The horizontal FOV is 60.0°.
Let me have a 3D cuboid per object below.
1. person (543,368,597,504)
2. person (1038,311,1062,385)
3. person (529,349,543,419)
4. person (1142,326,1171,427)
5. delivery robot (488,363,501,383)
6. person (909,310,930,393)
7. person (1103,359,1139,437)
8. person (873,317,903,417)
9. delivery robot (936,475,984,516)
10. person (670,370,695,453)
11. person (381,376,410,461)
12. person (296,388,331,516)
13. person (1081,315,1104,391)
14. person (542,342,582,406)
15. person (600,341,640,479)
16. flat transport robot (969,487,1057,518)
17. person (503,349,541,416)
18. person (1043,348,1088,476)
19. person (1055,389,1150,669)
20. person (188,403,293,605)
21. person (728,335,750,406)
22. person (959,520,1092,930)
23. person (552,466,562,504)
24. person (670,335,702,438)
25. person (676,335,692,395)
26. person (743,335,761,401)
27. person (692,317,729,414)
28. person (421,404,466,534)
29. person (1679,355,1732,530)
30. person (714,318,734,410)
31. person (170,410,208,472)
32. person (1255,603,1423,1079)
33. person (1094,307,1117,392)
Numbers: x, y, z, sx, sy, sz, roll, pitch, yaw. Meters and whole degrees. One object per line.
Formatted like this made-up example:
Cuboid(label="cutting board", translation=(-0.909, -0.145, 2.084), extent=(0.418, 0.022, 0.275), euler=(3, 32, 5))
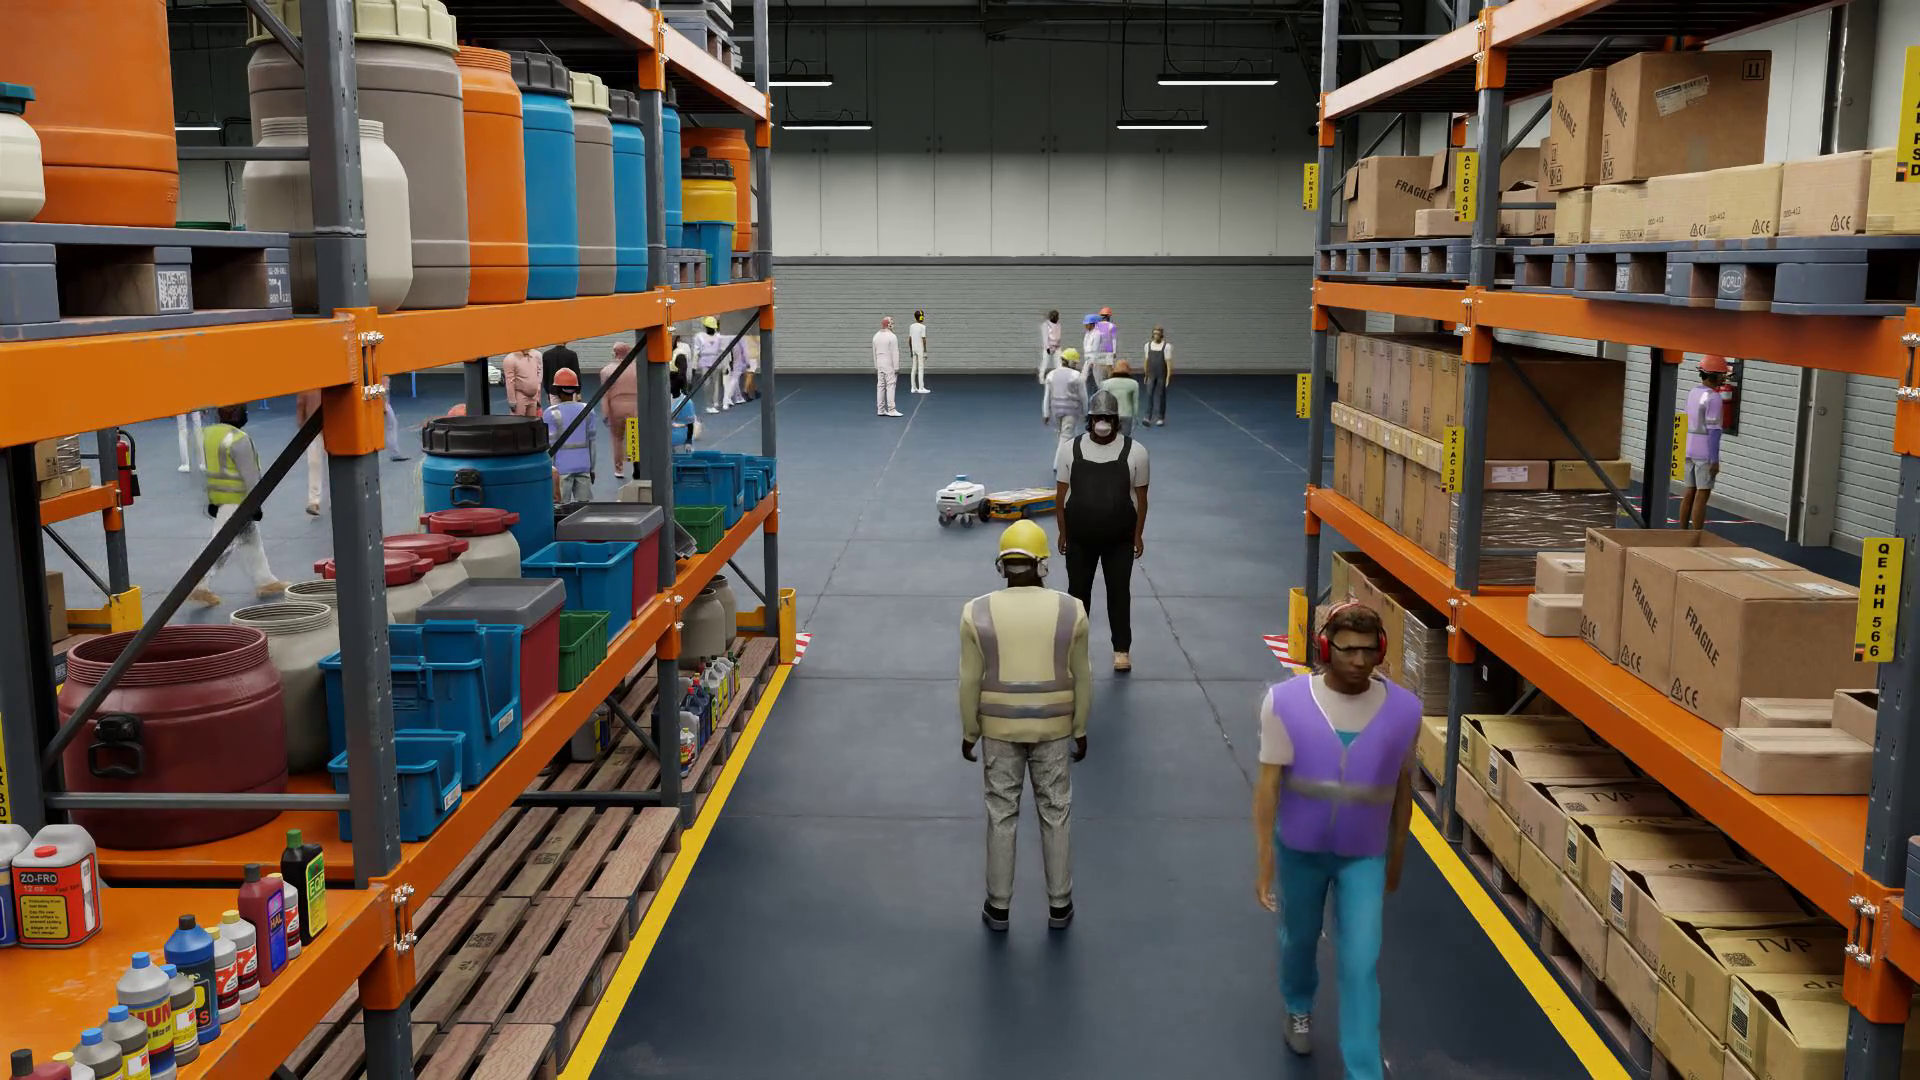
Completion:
Cuboid(label="person", translation=(-3.789, -0.699, 16.136), extent=(0.543, 1.939, 0.360), euler=(-8, 12, -39))
Cuboid(label="person", translation=(2.234, -4.629, 40.155), extent=(0.623, 1.796, 0.978), euler=(-7, 12, -35))
Cuboid(label="person", translation=(-7.389, -2.686, 28.561), extent=(0.533, 1.768, 0.319), euler=(5, 11, 28))
Cuboid(label="person", translation=(3.533, -2.937, 29.954), extent=(0.531, 1.794, 0.948), euler=(4, 10, 21))
Cuboid(label="delivery robot", translation=(-11.239, -3.986, 39.811), extent=(0.477, 0.478, 0.707), euler=(-6, 11, -30))
Cuboid(label="person", translation=(-0.939, -4.281, 37.797), extent=(0.519, 1.873, 0.335), euler=(9, 13, 44))
Cuboid(label="person", translation=(2.231, -1.697, 23.079), extent=(0.507, 1.623, 0.356), euler=(1, 10, 8))
Cuboid(label="person", translation=(-1.382, -3.331, 32.000), extent=(0.641, 1.909, 0.409), euler=(9, 13, 44))
Cuboid(label="delivery robot", translation=(0.003, -0.492, 18.879), extent=(0.477, 0.478, 0.707), euler=(4, 10, 23))
Cuboid(label="person", translation=(-3.308, -1.141, 19.504), extent=(0.317, 1.696, 0.540), euler=(-9, 13, -43))
Cuboid(label="person", translation=(-8.655, -2.018, 24.633), extent=(0.522, 1.736, 0.827), euler=(9, 13, 44))
Cuboid(label="person", translation=(-7.440, -1.257, 19.435), extent=(0.652, 1.946, 0.981), euler=(-2, 10, -10))
Cuboid(label="person", translation=(2.564, -3.540, 33.253), extent=(0.965, 1.904, 0.622), euler=(-4, 10, -25))
Cuboid(label="person", translation=(-6.027, -2.252, 25.262), extent=(0.611, 1.997, 0.375), euler=(2, 10, 14))
Cuboid(label="person", translation=(-4.554, -1.754, 22.601), extent=(0.650, 1.883, 0.793), euler=(-3, 10, -18))
Cuboid(label="flat transport robot", translation=(0.759, -0.448, 19.744), extent=(0.652, 0.197, 1.431), euler=(9, 13, 43))
Cuboid(label="person", translation=(-6.400, -2.069, 24.458), extent=(0.409, 1.903, 0.638), euler=(4, 10, 24))
Cuboid(label="person", translation=(1.488, -1.773, 23.143), extent=(0.597, 1.772, 0.914), euler=(7, 12, 37))
Cuboid(label="person", translation=(1.022, -0.051, 12.077), extent=(0.682, 2.000, 0.537), euler=(1, 10, 8))
Cuboid(label="person", translation=(-6.351, -0.352, 14.483), extent=(0.645, 1.808, 0.951), euler=(9, 13, 44))
Cuboid(label="person", translation=(-4.706, -3.729, 34.523), extent=(0.646, 1.871, 0.948), euler=(5, 11, 29))
Cuboid(label="person", translation=(0.289, 0.820, 7.380), extent=(0.586, 1.824, 0.404), euler=(0, 9, -1))
Cuboid(label="person", translation=(-3.362, -0.043, 13.111), extent=(0.513, 1.638, 0.313), euler=(4, 10, 22))
Cuboid(label="person", translation=(-4.647, -2.522, 27.478), extent=(0.822, 1.815, 0.636), euler=(-6, 11, -33))
Cuboid(label="person", translation=(-4.819, -2.728, 28.296), extent=(0.545, 1.939, 0.354), euler=(1, 10, 5))
Cuboid(label="person", translation=(-4.420, -3.936, 35.654), extent=(0.567, 1.894, 0.958), euler=(6, 11, 34))
Cuboid(label="person", translation=(-4.868, -3.411, 32.562), extent=(0.722, 1.882, 0.739), euler=(-6, 11, -33))
Cuboid(label="person", translation=(-3.447, 0.036, 11.617), extent=(0.621, 1.974, 0.444), euler=(5, 11, 26))
Cuboid(label="person", translation=(7.548, -0.871, 16.854), extent=(0.396, 2.044, 0.609), euler=(0, 9, -1))
Cuboid(label="person", translation=(-4.834, -3.560, 33.625), extent=(0.551, 1.812, 0.980), euler=(-3, 10, -20))
Cuboid(label="person", translation=(-10.961, -1.904, 23.580), extent=(0.528, 1.863, 0.322), euler=(-6, 11, -32))
Cuboid(label="person", translation=(1.325, 1.086, 5.896), extent=(0.574, 1.798, 0.987), euler=(1, 10, 6))
Cuboid(label="person", translation=(3.288, -4.299, 37.716), extent=(0.546, 1.934, 0.376), euler=(3, 10, 19))
